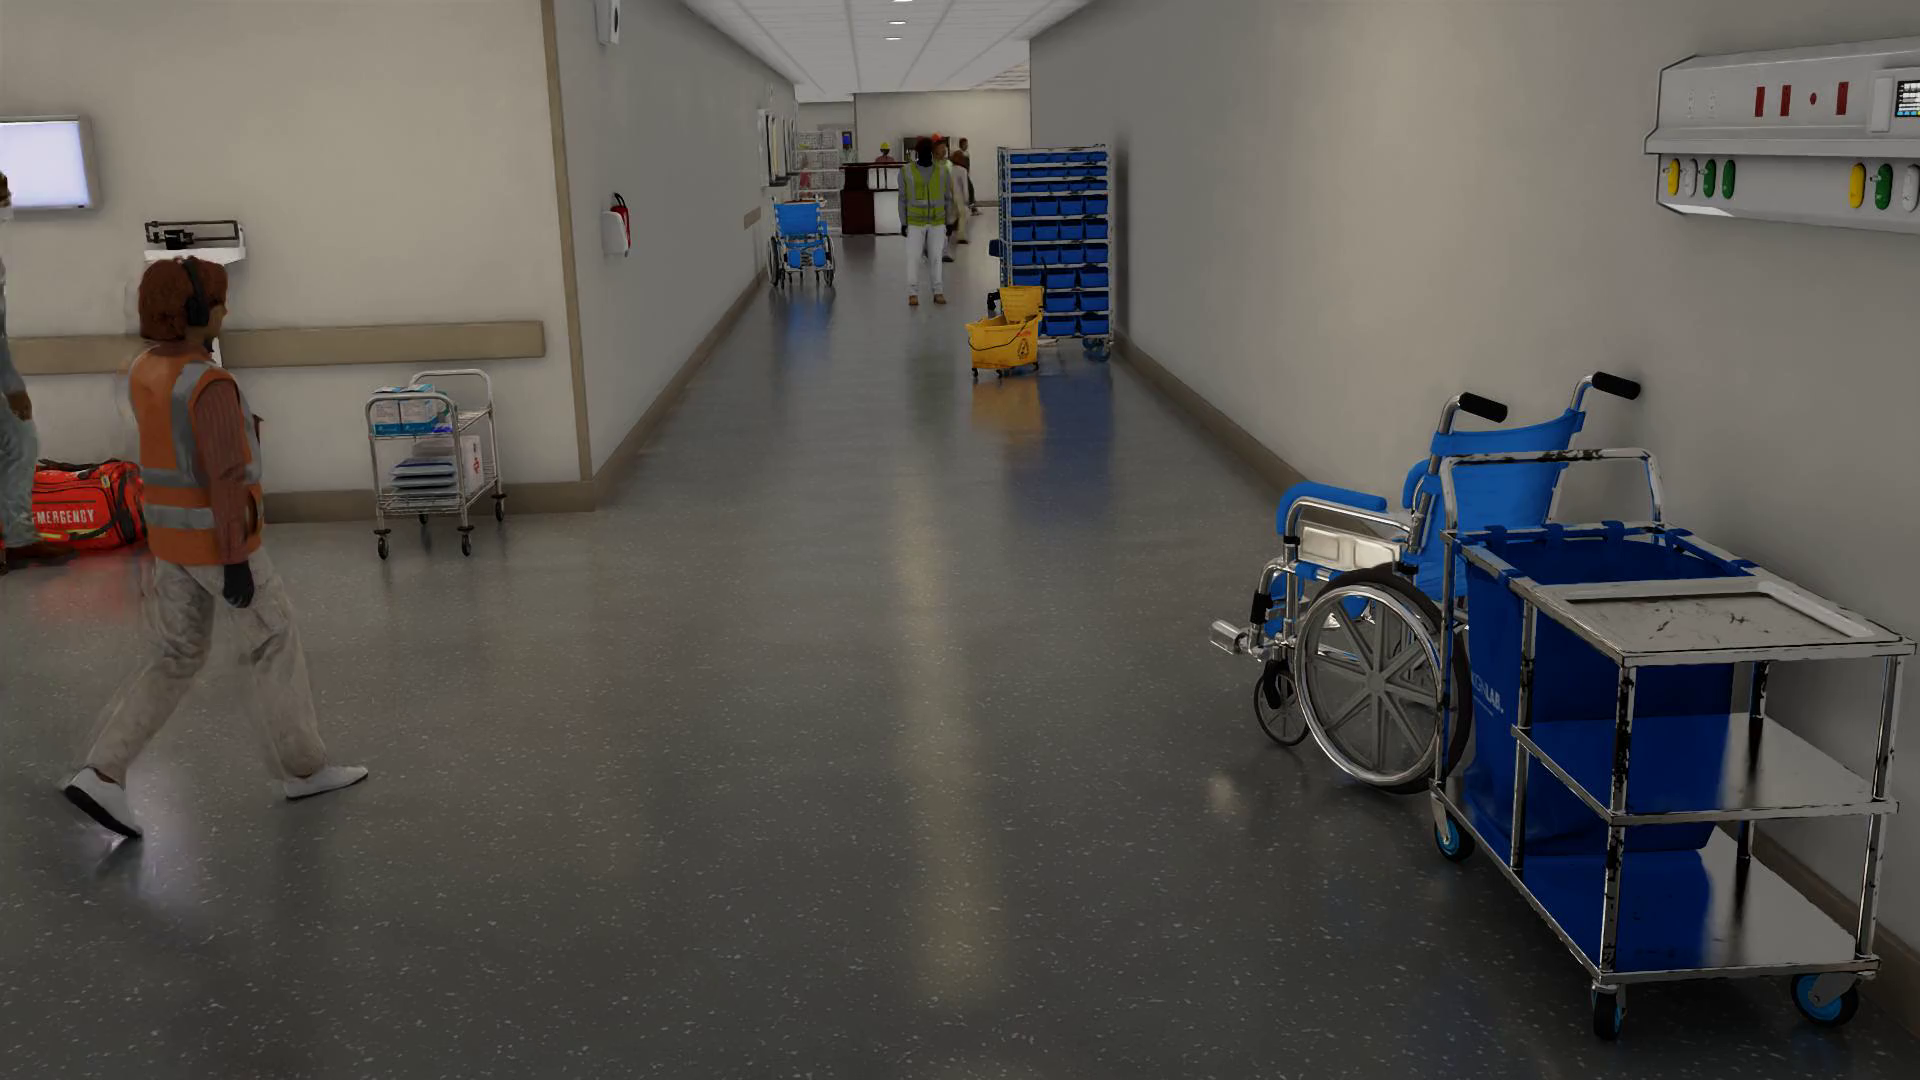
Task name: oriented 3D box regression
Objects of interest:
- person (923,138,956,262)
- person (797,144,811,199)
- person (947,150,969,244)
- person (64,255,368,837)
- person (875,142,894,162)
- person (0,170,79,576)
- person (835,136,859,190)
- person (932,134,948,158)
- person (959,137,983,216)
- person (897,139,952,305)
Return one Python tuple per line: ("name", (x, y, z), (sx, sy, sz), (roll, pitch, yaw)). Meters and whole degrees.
("person", (-0.323, -5.092, 24.976), (0.472, 1.832, 0.593), (11, 19, 43))
("person", (-4.909, -11.338, 51.385), (0.658, 1.747, 0.527), (-1, 14, 1))
("person", (-0.071, -5.961, 28.973), (0.517, 1.617, 0.424), (11, 19, 42))
("person", (-2.155, 0.025, 4.636), (0.522, 1.610, 0.762), (10, 18, 39))
("person", (-1.703, -8.271, 38.351), (0.524, 1.769, 0.314), (-11, 17, -35))
("person", (-4.389, -0.731, 7.435), (0.721, 1.882, 0.653), (-9, 15, -27))
("person", (-2.802, -9.070, 41.401), (0.601, 1.941, 0.395), (-2, 14, -4))
("person", (-0.541, -8.914, 40.524), (0.550, 1.928, 0.389), (5, 15, 26))
("person", (0.162, -8.391, 38.525), (0.841, 1.808, 0.542), (6, 16, 30))
("person", (-0.384, -3.575, 18.740), (0.619, 1.845, 0.430), (-5, 14, -12))
